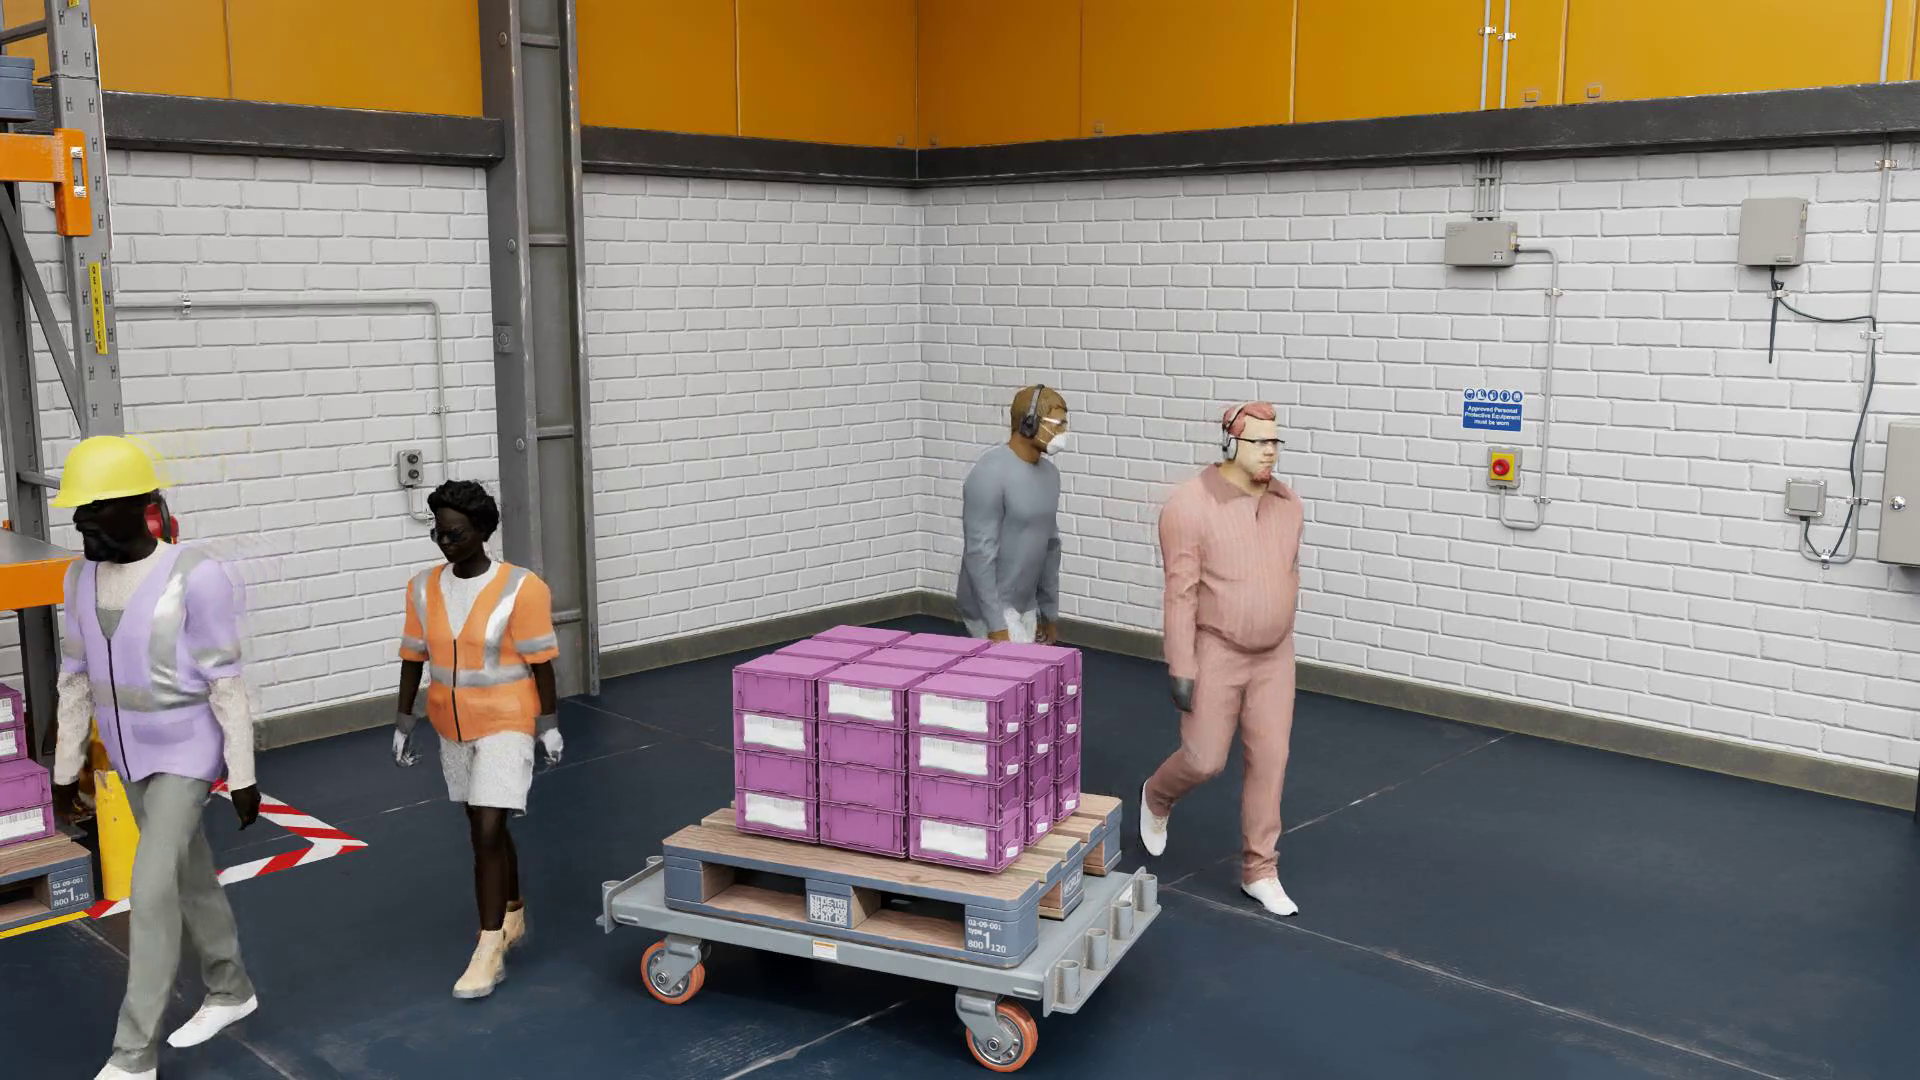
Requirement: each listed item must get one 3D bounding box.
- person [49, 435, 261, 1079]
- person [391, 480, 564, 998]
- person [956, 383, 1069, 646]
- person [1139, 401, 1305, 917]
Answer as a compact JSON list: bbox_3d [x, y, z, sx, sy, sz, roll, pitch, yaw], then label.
[{"bbox_3d":[-2.393,0.650,4.784,0.613,1.888,0.894,4,10,25],"label":"person"},{"bbox_3d":[-1.637,0.643,5.462,0.558,1.669,0.686,3,10,20],"label":"person"},{"bbox_3d":[0.275,0.316,6.804,0.809,1.899,0.650,5,11,28],"label":"person"},{"bbox_3d":[0.999,0.411,6.259,0.641,1.886,0.736,-4,10,-24],"label":"person"}]
